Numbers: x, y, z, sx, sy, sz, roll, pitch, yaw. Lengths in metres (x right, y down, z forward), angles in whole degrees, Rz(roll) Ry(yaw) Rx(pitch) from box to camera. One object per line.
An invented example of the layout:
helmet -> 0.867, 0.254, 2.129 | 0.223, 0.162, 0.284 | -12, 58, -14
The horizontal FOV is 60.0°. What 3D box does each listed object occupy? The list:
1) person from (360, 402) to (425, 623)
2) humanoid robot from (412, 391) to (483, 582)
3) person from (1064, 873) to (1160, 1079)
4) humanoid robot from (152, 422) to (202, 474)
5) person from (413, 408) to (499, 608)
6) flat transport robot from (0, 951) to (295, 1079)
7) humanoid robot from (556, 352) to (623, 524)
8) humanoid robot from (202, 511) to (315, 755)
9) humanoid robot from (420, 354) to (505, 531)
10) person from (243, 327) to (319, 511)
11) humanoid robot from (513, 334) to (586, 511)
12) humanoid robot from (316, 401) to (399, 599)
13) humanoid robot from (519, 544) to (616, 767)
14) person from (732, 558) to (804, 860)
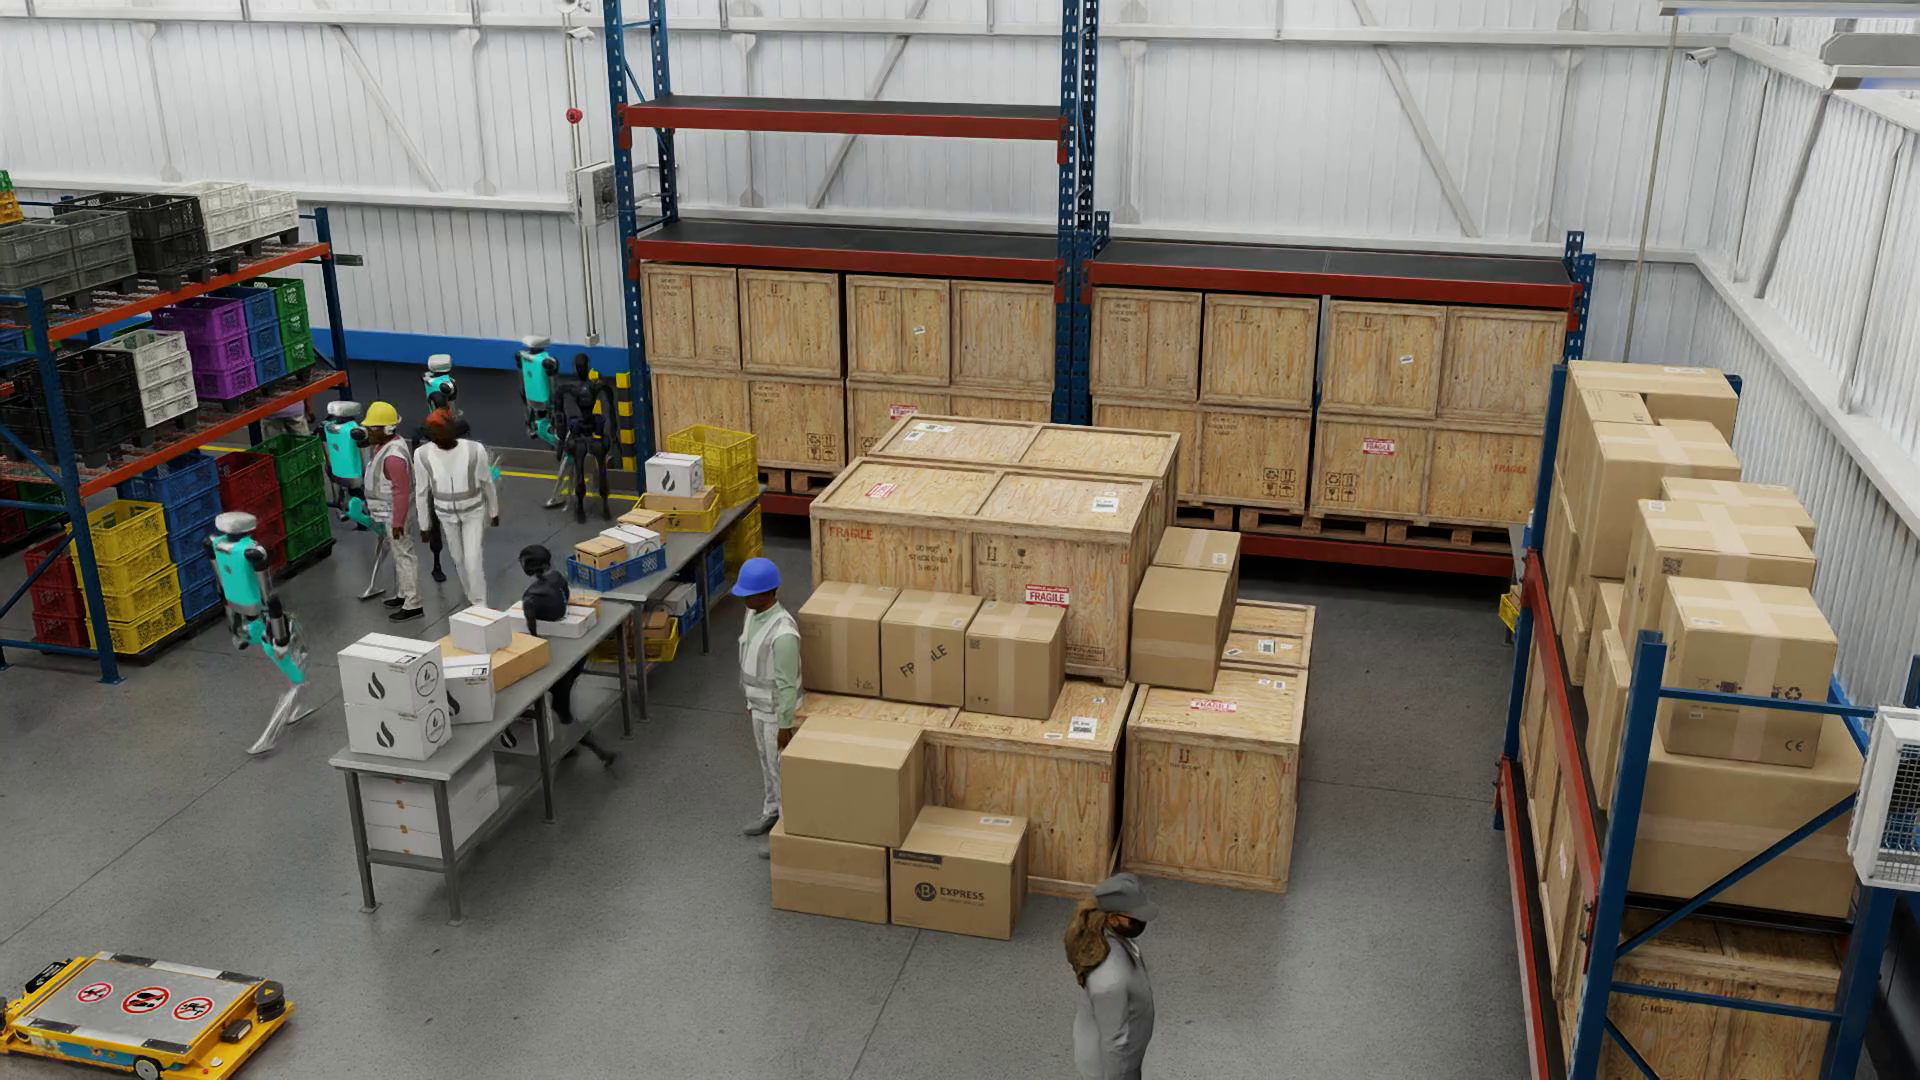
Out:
person -> -4.596, -0.238, 13.476 | 0.404, 1.832, 0.599 | -9, 23, -22
humanoid robot -> -4.415, -0.483, 14.315 | 0.599, 1.657, 0.315 | -18, 27, -38
person -> 0.635, 2.208, 7.167 | 0.391, 1.767, 0.574 | 1, 21, 1
humanoid robot -> -7.329, -0.894, 15.441 | 0.605, 1.640, 0.597 | 12, 24, 28
person -> -4.012, -0.180, 13.295 | 0.593, 1.849, 0.769 | -1, 21, -3
flat transport robot -> -4.270, 2.464, 8.601 | 1.431, 0.231, 0.659 | 5, 22, 13
humanoid robot -> -3.485, -0.964, 15.592 | 0.609, 1.649, 0.308 | -7, 22, -17
humanoid robot -> -4.727, 0.586, 11.466 | 0.539, 1.758, 0.941 | 10, 23, 25
humanoid robot -> -4.450, -0.896, 15.152 | 0.735, 1.673, 0.533 | -17, 27, -37
person -> -6.482, -1.250, 15.867 | 0.618, 2.031, 0.440 | -8, 22, -21
humanoid robot -> -3.841, -1.141, 15.928 | 0.530, 1.764, 0.685 | 15, 25, 33
humanoid robot -> -4.877, -0.327, 13.863 | 0.538, 1.823, 0.679 | 11, 23, 26
humanoid robot -> -2.603, 0.779, 11.074 | 0.644, 1.616, 0.601 | 5, 22, 14
person -> -1.152, 1.002, 10.092 | 0.413, 1.939, 0.608 | -9, 23, -23
